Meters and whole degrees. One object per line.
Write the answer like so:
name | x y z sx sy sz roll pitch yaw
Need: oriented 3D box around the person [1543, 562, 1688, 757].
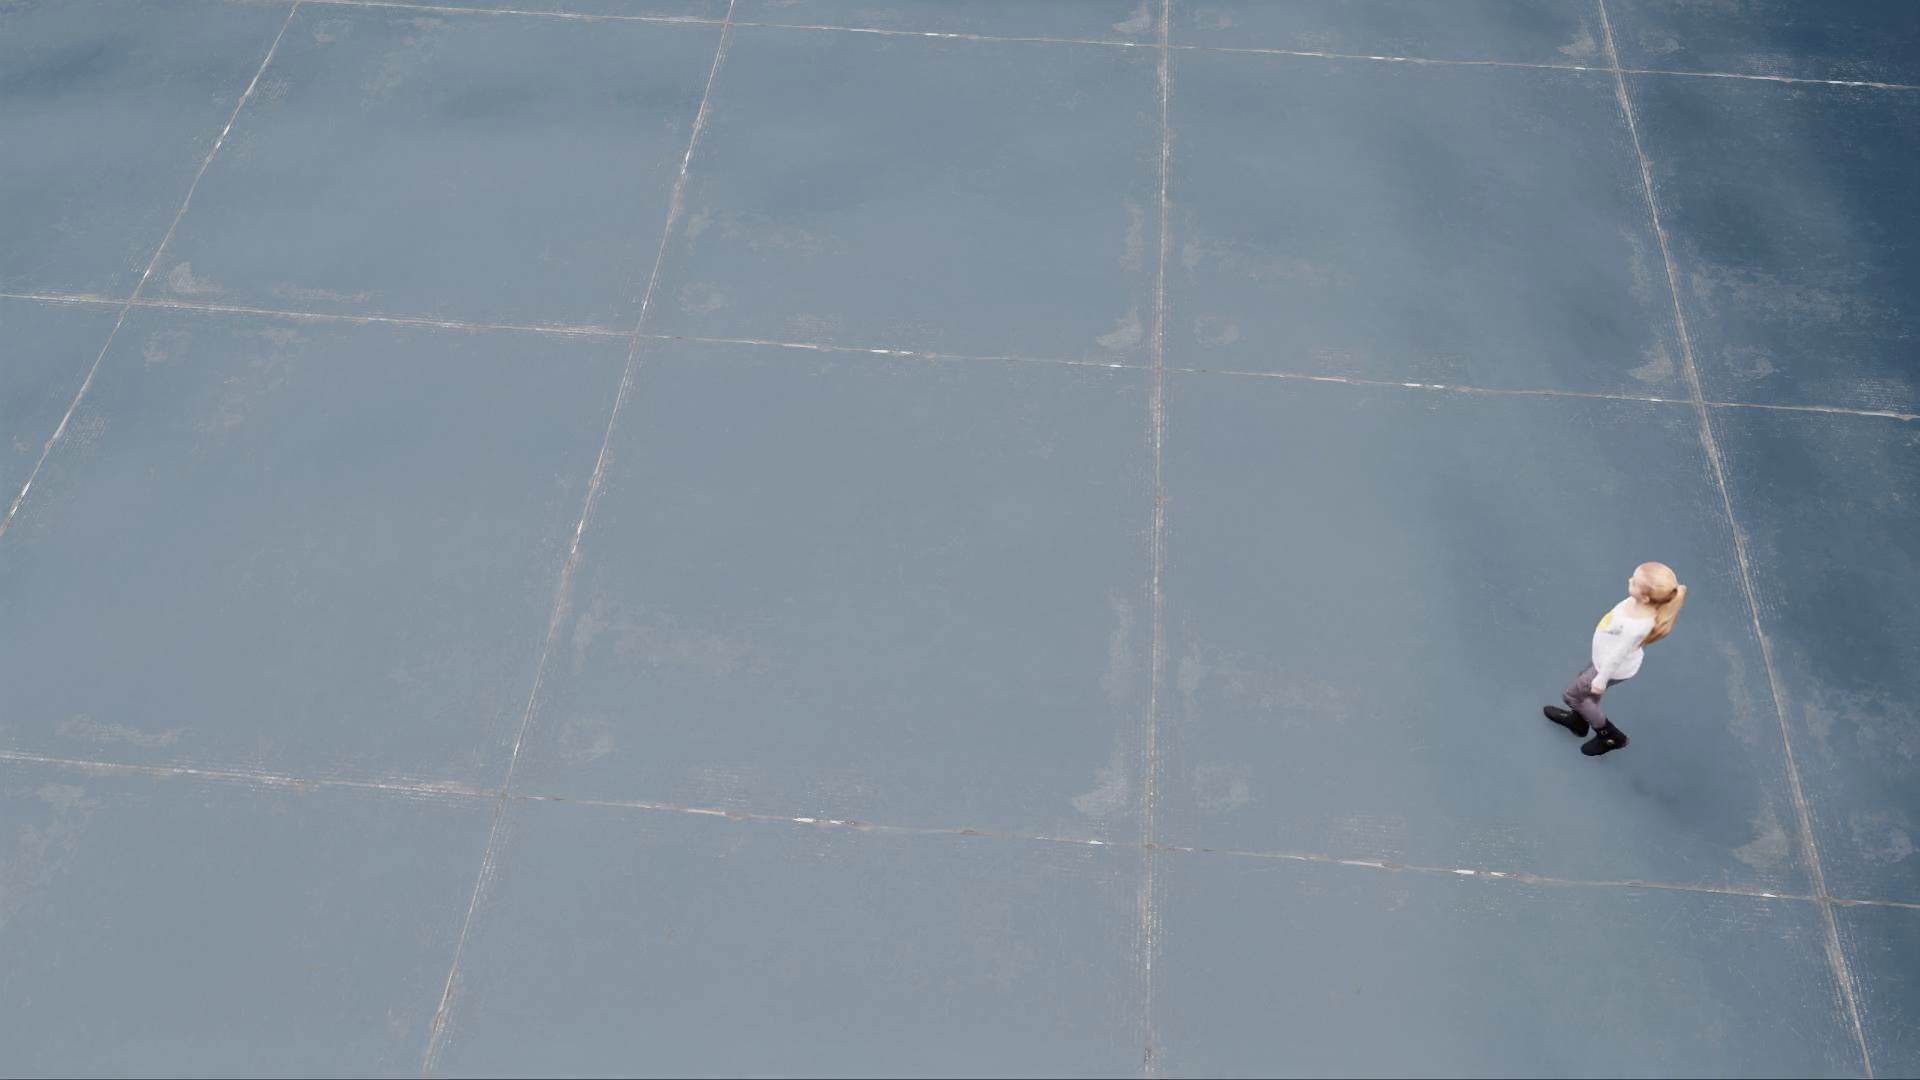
person | 2.961 0.561 7.397 0.713 1.269 0.631 27 57 19
